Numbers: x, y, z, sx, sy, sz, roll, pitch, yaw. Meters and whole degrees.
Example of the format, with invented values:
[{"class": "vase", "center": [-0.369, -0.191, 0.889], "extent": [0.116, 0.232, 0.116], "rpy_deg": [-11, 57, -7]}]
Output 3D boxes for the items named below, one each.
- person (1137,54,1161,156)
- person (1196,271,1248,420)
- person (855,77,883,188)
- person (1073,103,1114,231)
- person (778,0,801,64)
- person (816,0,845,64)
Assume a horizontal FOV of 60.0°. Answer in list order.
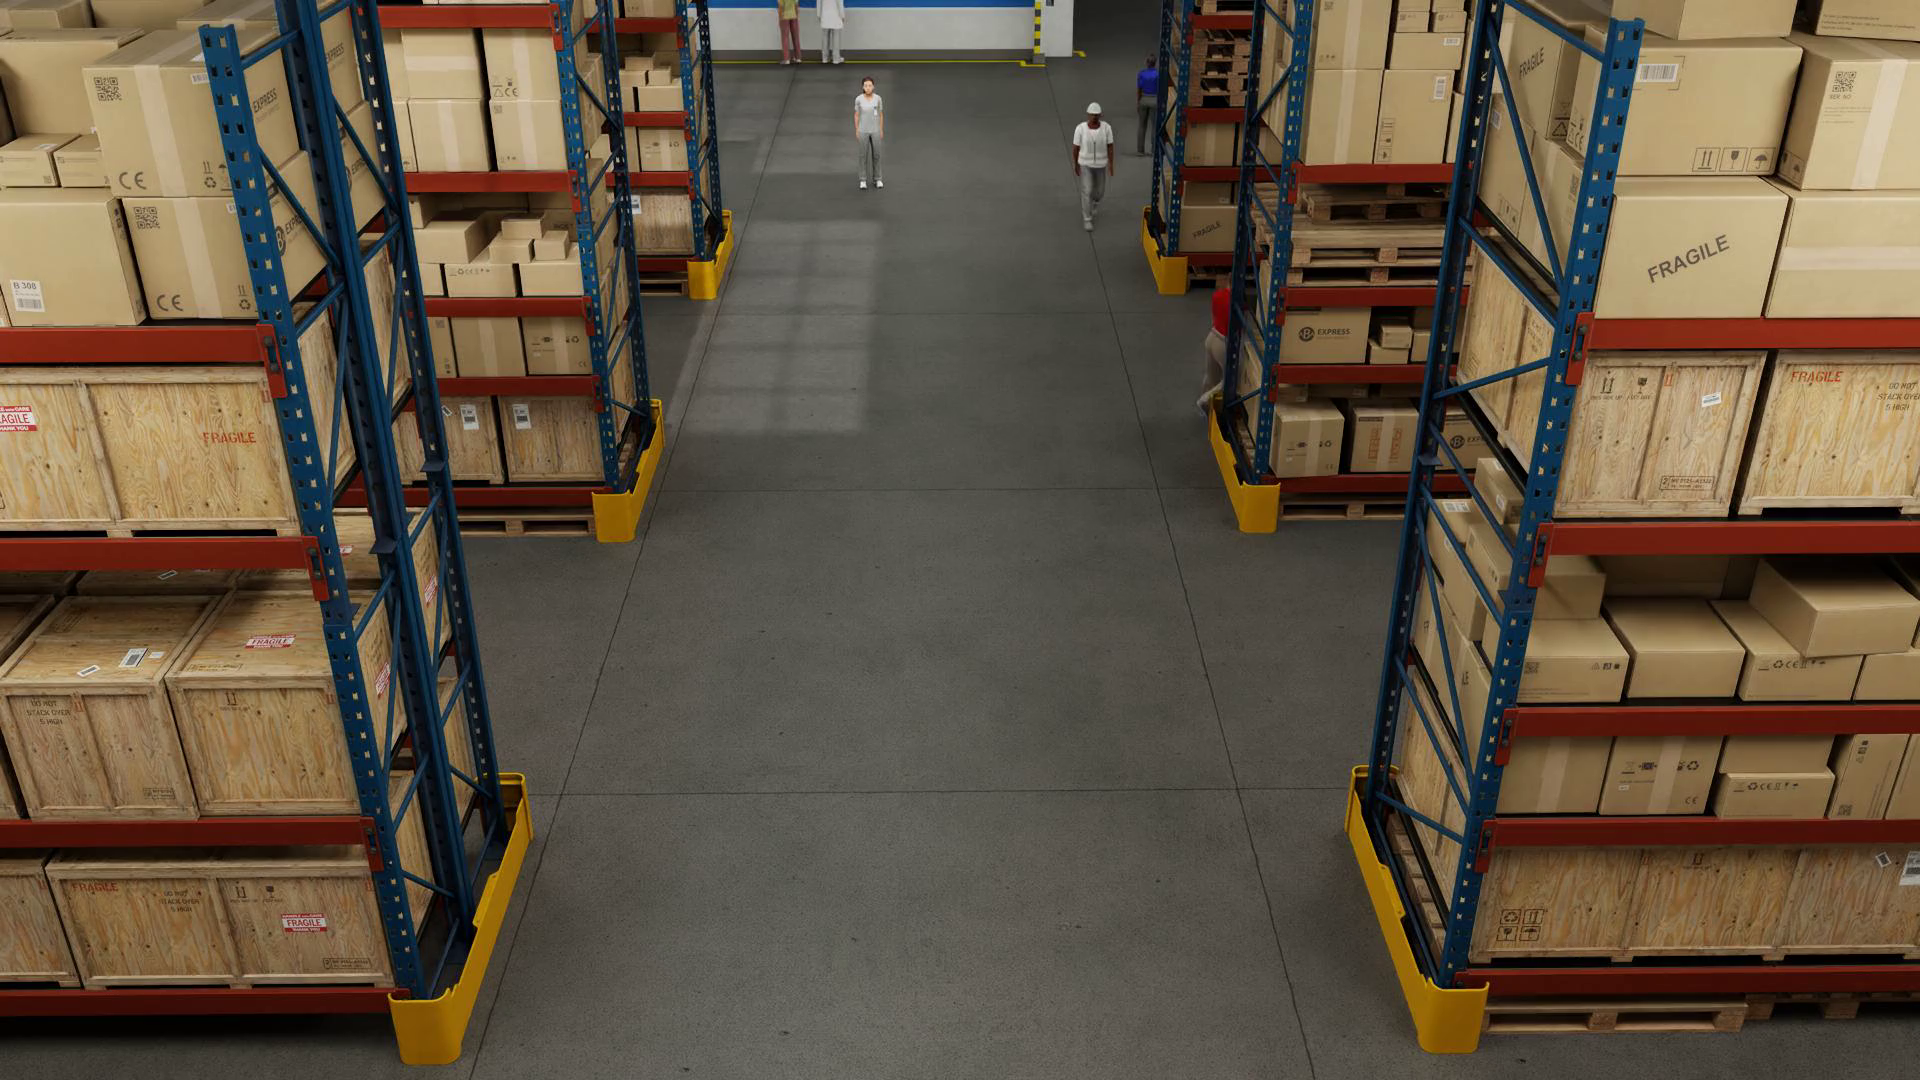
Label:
[{"class": "person", "center": [3.126, -7.145, 27.317], "extent": [0.441, 1.659, 0.346], "rpy_deg": [8, 29, 15]}, {"class": "person", "center": [2.777, -2.059, 17.754], "extent": [0.528, 1.713, 0.662], "rpy_deg": [-9, 30, -16]}, {"class": "person", "center": [-1.402, -6.313, 25.749], "extent": [0.434, 1.670, 0.393], "rpy_deg": [-5, 29, -9]}, {"class": "person", "center": [1.917, -5.432, 24.010], "extent": [0.565, 1.754, 0.895], "rpy_deg": [-3, 28, -5]}, {"class": "person", "center": [-3.453, -10.436, 33.397], "extent": [0.450, 1.682, 0.360], "rpy_deg": [-14, 31, -24]}, {"class": "person", "center": [-2.589, -10.503, 33.381], "extent": [0.589, 1.775, 0.384], "rpy_deg": [8, 29, 15]}]
